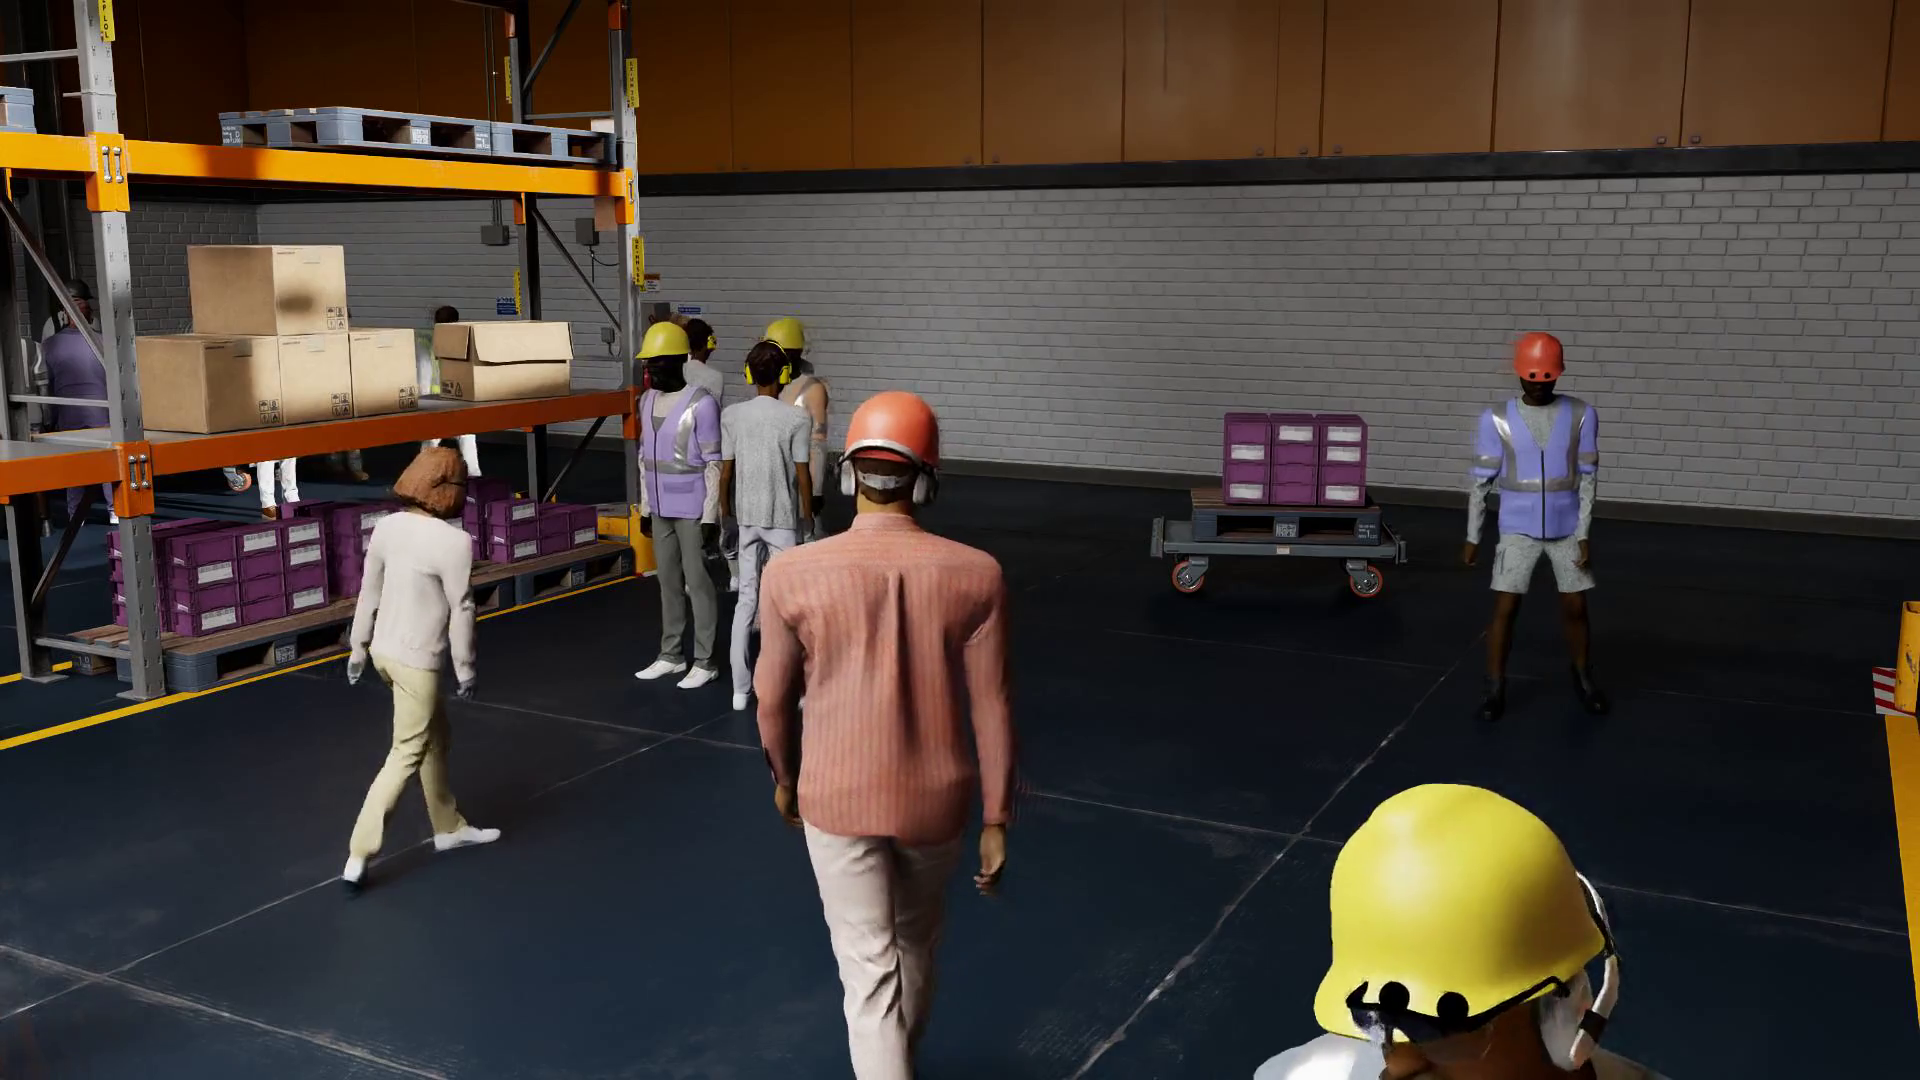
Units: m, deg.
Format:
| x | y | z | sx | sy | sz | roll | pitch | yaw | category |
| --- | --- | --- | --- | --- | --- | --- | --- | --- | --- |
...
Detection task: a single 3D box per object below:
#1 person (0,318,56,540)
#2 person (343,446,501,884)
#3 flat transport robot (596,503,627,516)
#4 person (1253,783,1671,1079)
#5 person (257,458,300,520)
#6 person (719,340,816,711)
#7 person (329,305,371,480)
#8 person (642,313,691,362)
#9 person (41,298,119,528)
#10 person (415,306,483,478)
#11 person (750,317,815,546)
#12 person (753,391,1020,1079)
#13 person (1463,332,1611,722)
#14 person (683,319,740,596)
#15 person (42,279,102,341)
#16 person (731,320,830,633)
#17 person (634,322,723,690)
| x | y | z | sx | sy | sz | roll | pitch | yaw | category |
| --- | --- | --- | --- | --- | --- | --- | --- | --- | --- |
| -7.551 | -0.961 | 13.269 | 0.542 | 1.927 | 0.374 | -7 | 12 | -36 | person |
| -2.041 | 0.450 | 6.088 | 0.510 | 1.584 | 0.710 | 9 | 13 | 41 | person |
| -2.814 | -0.152 | 13.371 | 1.431 | 0.197 | 0.652 | -6 | 12 | -32 | flat transport robot |
| 0.565 | 1.097 | 1.713 | 0.629 | 1.801 | 0.580 | 7 | 12 | 37 | person |
| -5.862 | -1.121 | 14.311 | 0.356 | 1.887 | 0.574 | 5 | 11 | 26 | person |
| -0.965 | -0.062 | 8.296 | 0.528 | 1.856 | 0.370 | 4 | 11 | 22 | person |
| -6.151 | -1.488 | 16.621 | 0.446 | 1.820 | 0.699 | 9 | 13 | 42 | person |
| -2.431 | -0.962 | 13.681 | 0.636 | 1.805 | 0.902 | -9 | 13 | -41 | person |
| -7.263 | -1.053 | 13.852 | 0.650 | 1.911 | 0.409 | -3 | 10 | -19 | person |
| -4.880 | -1.318 | 15.745 | 0.964 | 1.797 | 0.643 | 8 | 13 | 40 | person |
| -1.345 | -0.772 | 12.529 | 0.538 | 1.811 | 0.590 | 9 | 13 | 41 | person |
| -0.205 | 0.609 | 4.114 | 0.604 | 1.937 | 0.970 | -2 | 10 | -14 | person |
| 2.861 | -0.059 | 8.114 | 0.770 | 1.908 | 0.586 | 2 | 10 | 14 | person |
| -1.727 | -0.553 | 11.140 | 0.518 | 1.839 | 0.631 | 5 | 11 | 28 | person |
| -8.882 | -1.638 | 16.859 | 0.700 | 2.000 | 0.537 | 3 | 10 | 18 | person |
| -0.958 | -0.394 | 10.112 | 0.937 | 1.888 | 0.616 | -9 | 13 | -41 | person |
| -1.489 | -0.177 | 8.726 | 0.590 | 1.926 | 0.388 | 8 | 13 | 40 | person |
